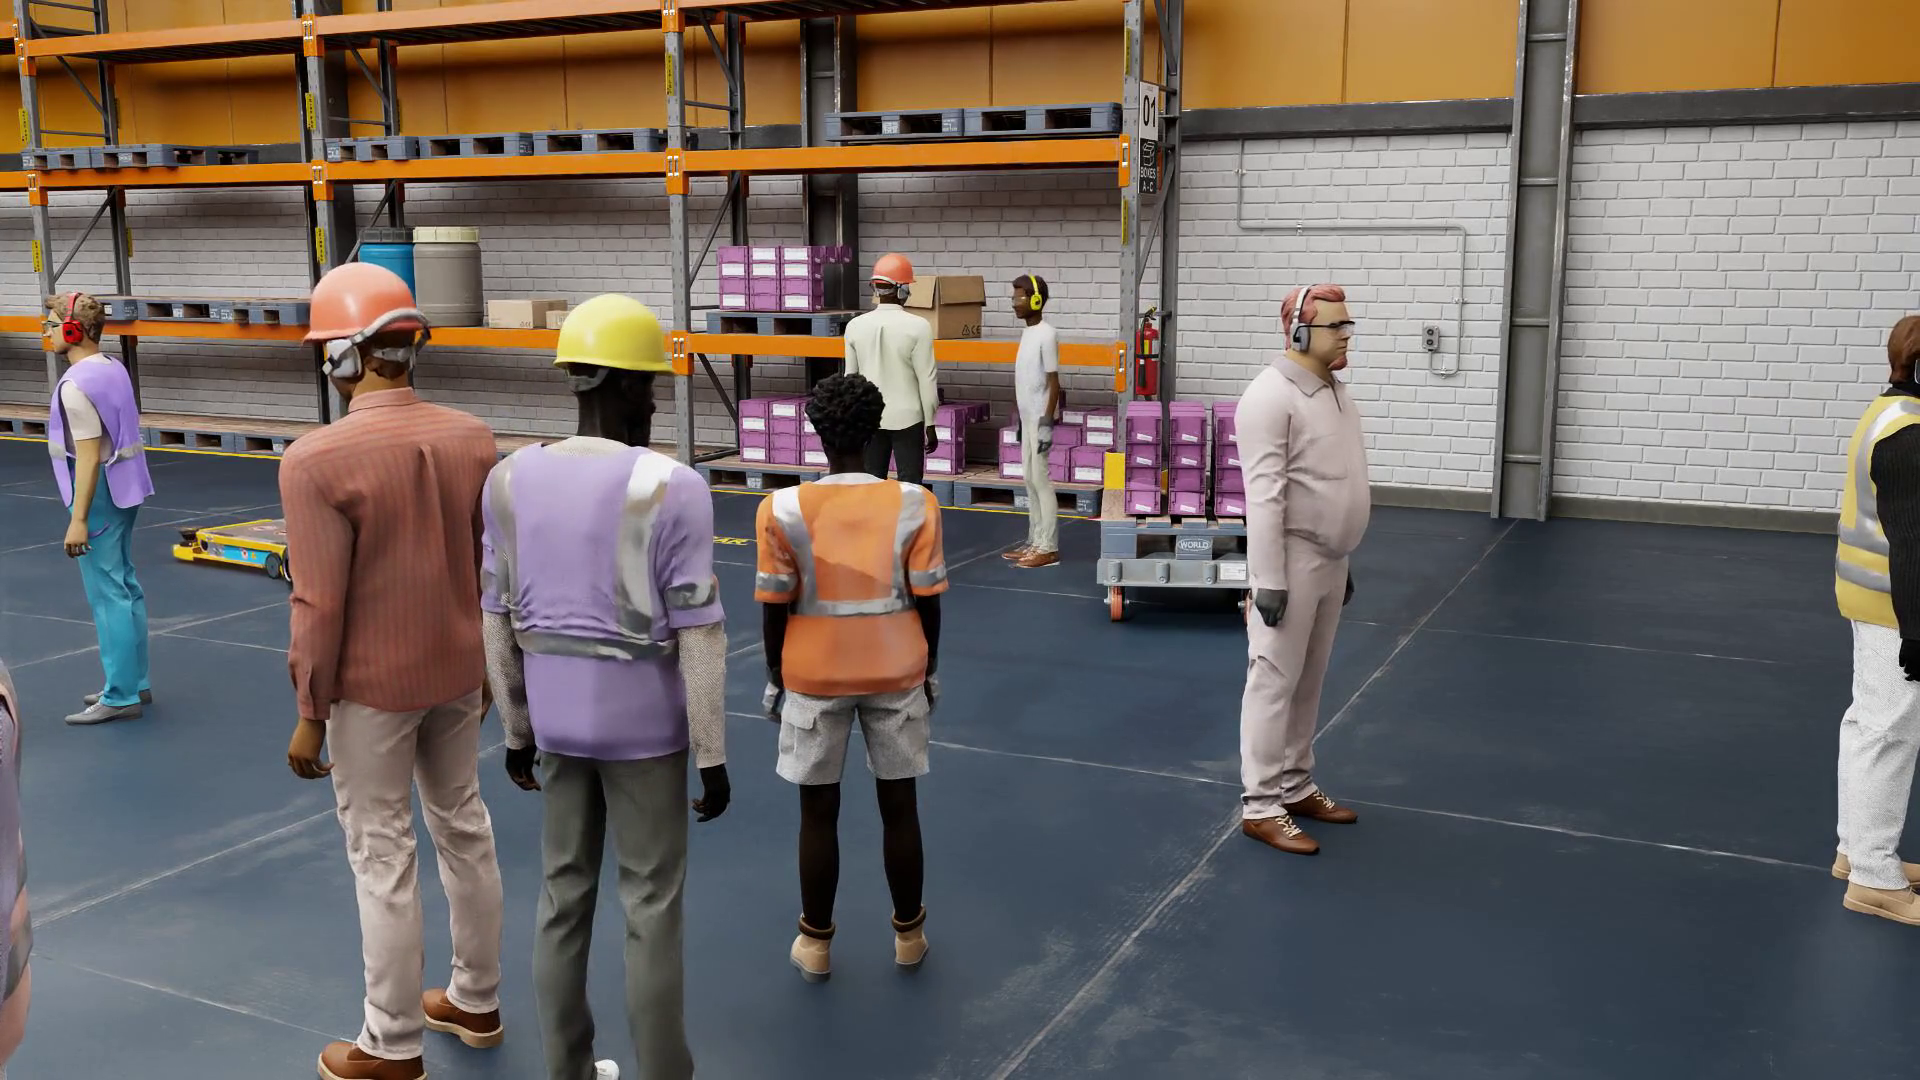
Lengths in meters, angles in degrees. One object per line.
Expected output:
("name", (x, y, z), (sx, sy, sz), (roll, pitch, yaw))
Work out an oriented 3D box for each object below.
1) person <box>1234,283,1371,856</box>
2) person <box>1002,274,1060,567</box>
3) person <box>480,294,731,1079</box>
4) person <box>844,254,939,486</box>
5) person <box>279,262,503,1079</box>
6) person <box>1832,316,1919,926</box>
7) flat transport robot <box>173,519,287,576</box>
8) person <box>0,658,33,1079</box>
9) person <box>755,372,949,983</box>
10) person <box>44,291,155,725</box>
("person", (1.190, 0.088, 5.687), (0.407, 1.910, 0.639), (7, 12, 34))
("person", (0.473, -0.756, 10.647), (0.310, 1.864, 0.533), (-3, 10, -15))
("person", (-0.782, 0.413, 3.782), (0.594, 1.922, 0.385), (4, 11, 21))
("person", (-0.403, -0.720, 10.062), (0.611, 1.996, 0.379), (5, 11, 25))
("person", (-1.360, 0.337, 4.019), (0.380, 1.993, 0.610), (5, 11, 29))
("person", (2.904, 0.226, 5.083), (0.429, 1.846, 0.627), (4, 11, 23))
("flat transport robot", (-4.325, 0.038, 10.656), (1.431, 0.197, 0.652), (6, 12, 33))
("person", (-1.516, 0.715, 2.291), (0.624, 1.844, 0.429), (8, 13, 39))
("person", (-0.296, 0.386, 4.595), (0.532, 1.693, 0.319), (-2, 10, -10))
("person", (-3.687, -0.135, 7.151), (0.388, 1.842, 0.565), (-2, 10, -13))
